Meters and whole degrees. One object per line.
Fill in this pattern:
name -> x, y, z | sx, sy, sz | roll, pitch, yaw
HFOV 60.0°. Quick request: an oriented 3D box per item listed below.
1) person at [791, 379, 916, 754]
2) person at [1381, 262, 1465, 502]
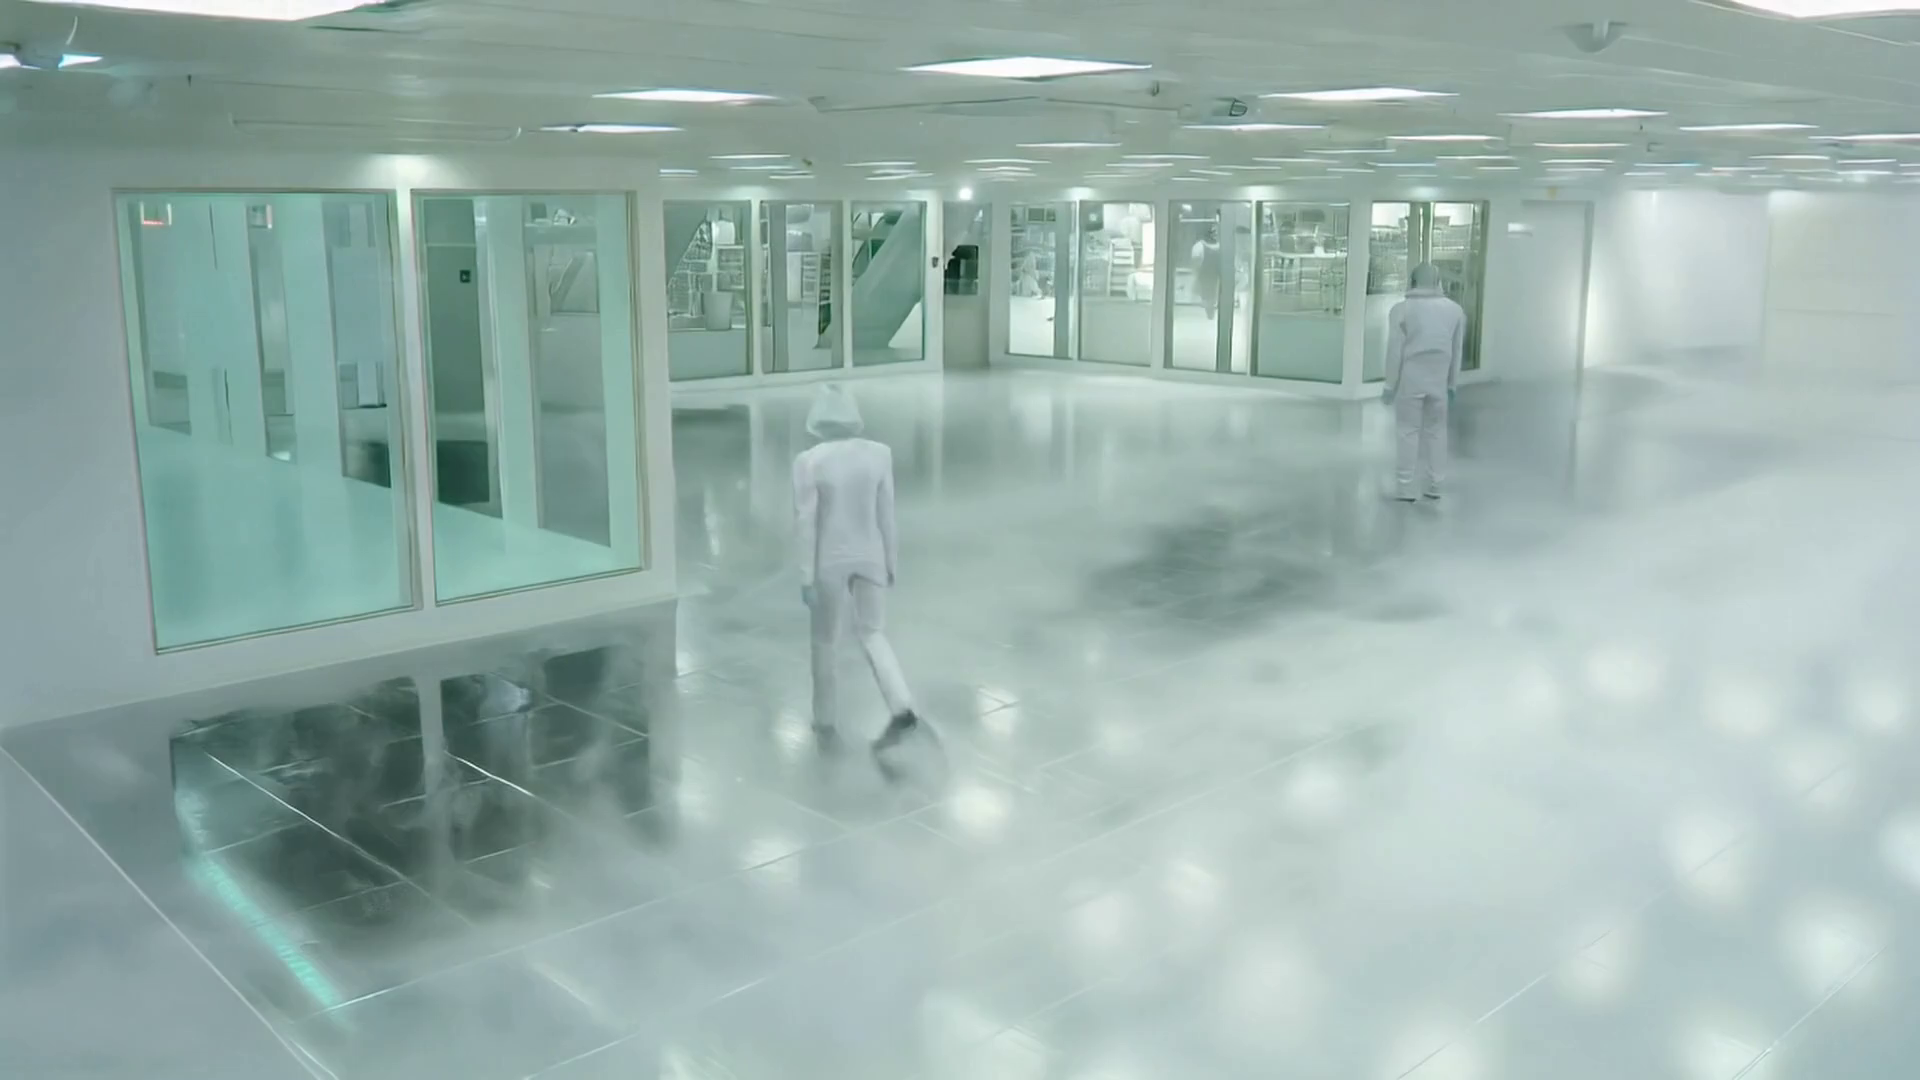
person -> -0.454, 0.122, 7.097 | 0.508, 1.605, 0.686 | -6, 13, -26
person -> 3.655, -1.252, 13.242 | 0.651, 1.904, 0.403 | -2, 12, -12
